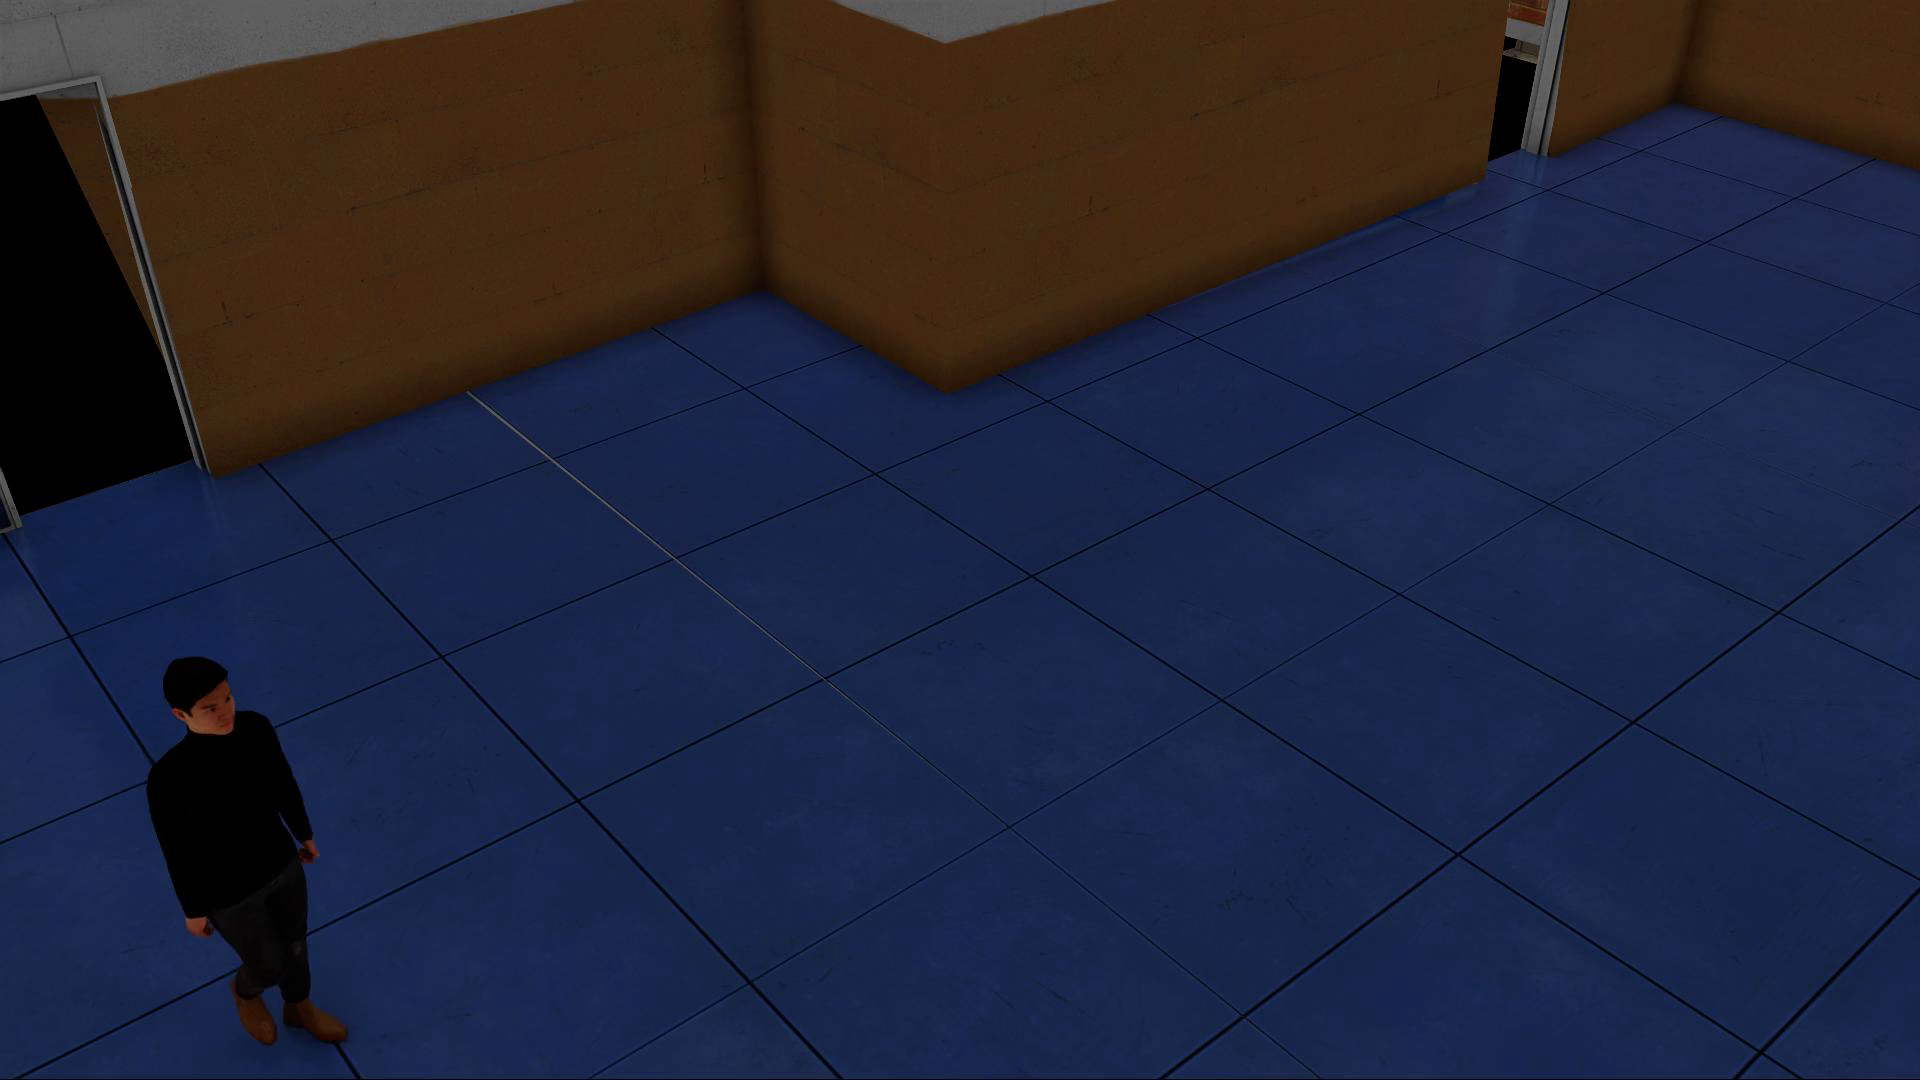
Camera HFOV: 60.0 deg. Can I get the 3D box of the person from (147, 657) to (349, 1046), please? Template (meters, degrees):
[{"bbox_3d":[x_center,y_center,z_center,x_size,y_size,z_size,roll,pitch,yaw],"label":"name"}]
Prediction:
[{"bbox_3d":[-2.511,1.095,5.736,0.796,1.718,0.778,17,37,23],"label":"person"}]
